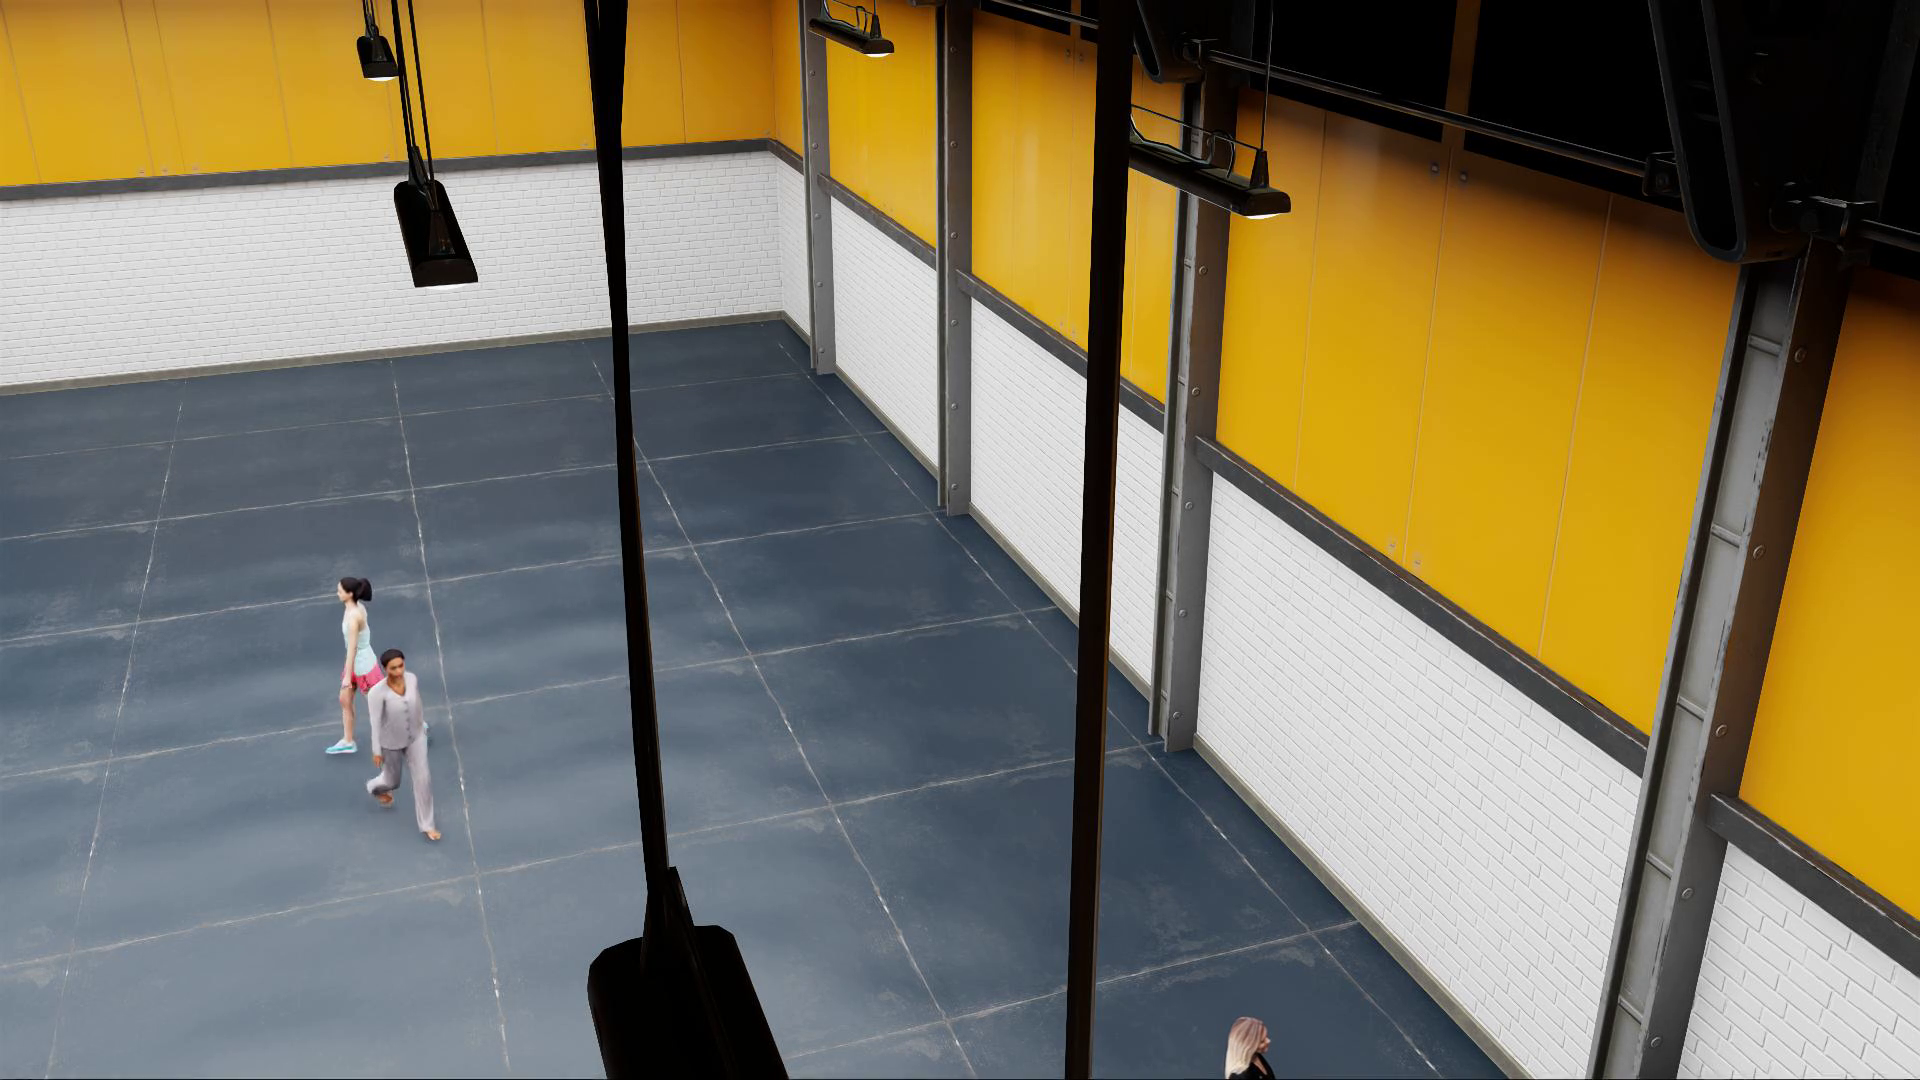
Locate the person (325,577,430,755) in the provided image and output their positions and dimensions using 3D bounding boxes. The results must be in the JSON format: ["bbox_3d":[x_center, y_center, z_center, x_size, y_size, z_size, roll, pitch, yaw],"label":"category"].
[{"bbox_3d":[-5.313,1.161,15.015,0.642,1.731,1.082,-9,25,-20],"label":"person"}]

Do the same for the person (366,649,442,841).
[{"bbox_3d":[-4.731,1.655,13.924,1.206,1.699,0.968,19,30,37],"label":"person"}]

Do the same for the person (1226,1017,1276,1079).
[{"bbox_3d":[1.640,3.488,9.747,0.751,1.686,0.618,2,24,5],"label":"person"}]
